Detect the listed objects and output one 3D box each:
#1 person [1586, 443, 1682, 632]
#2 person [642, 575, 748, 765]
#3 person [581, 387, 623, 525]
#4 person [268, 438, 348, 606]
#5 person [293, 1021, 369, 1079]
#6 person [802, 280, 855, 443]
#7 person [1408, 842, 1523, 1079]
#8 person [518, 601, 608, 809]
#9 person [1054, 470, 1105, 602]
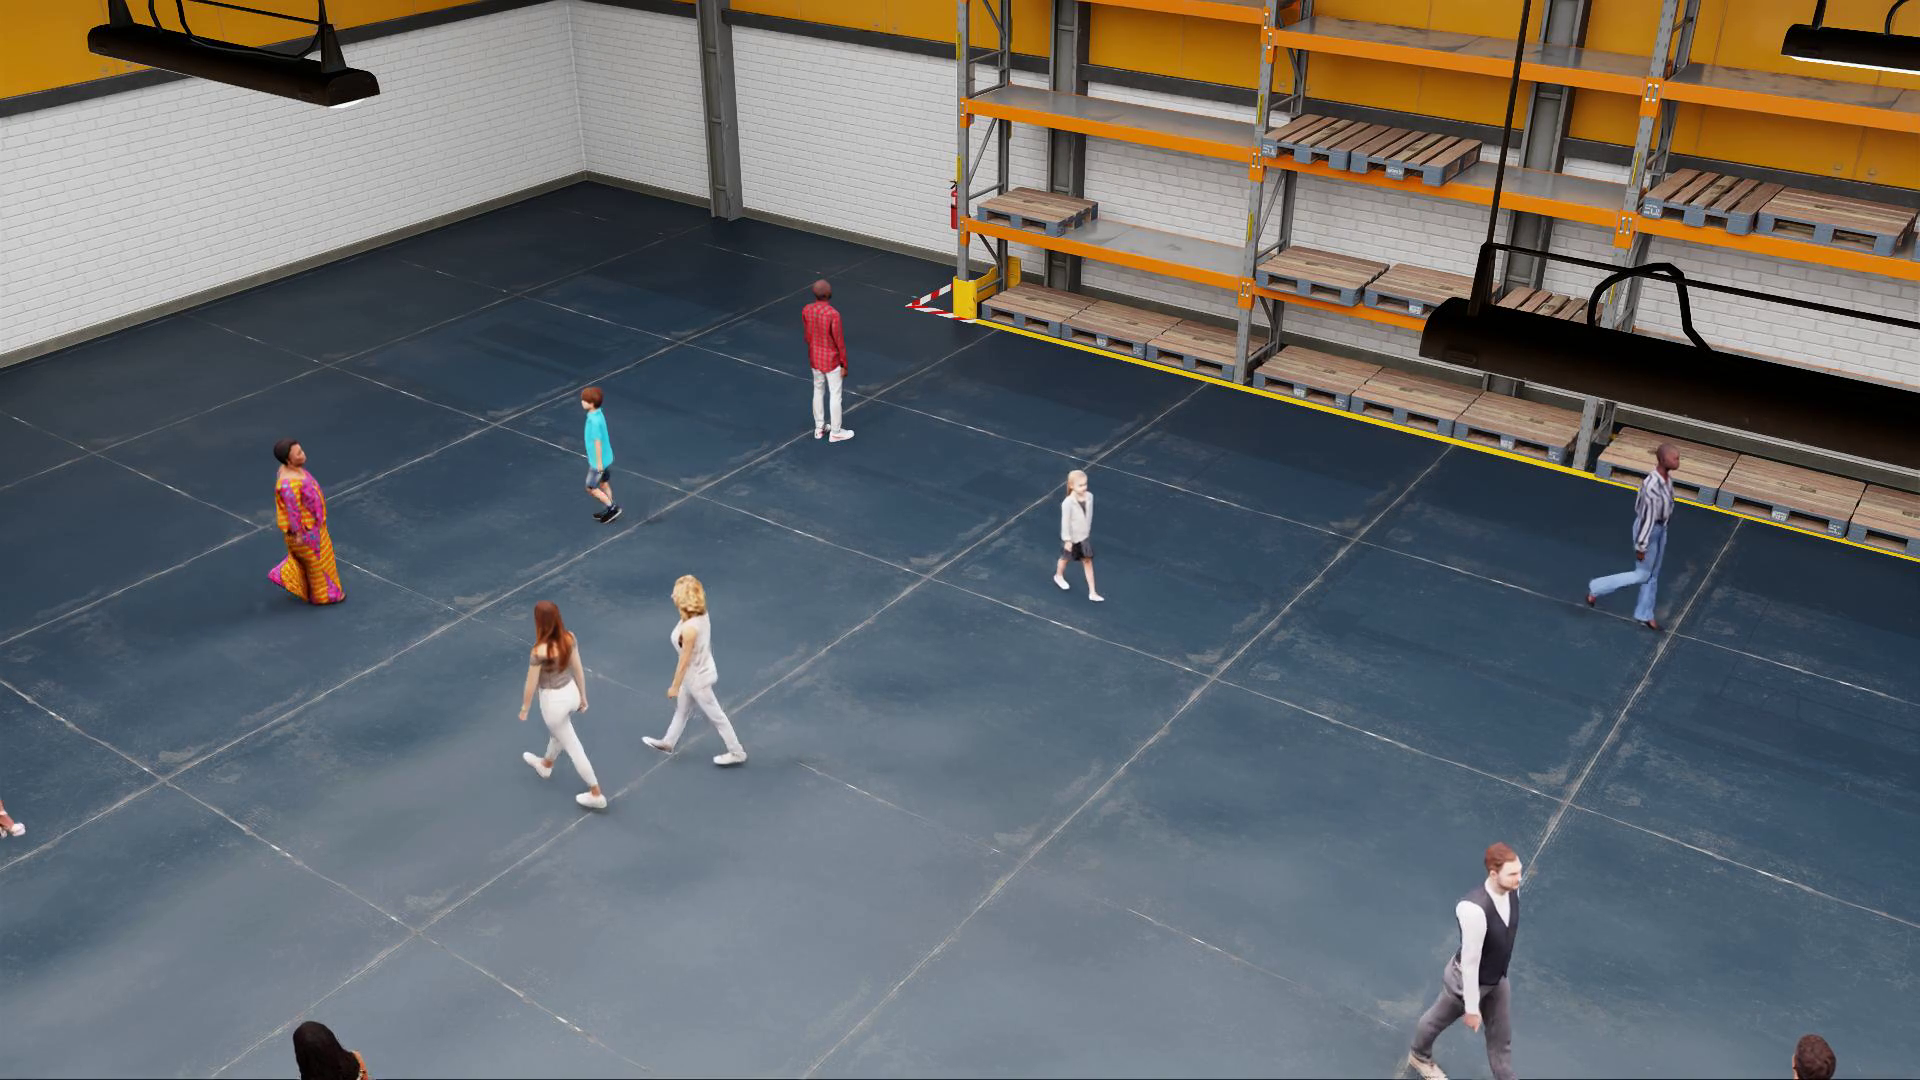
[{"bbox_3d":[5.928,-0.033,14.496,0.908,1.779,0.644,19,34,31],"label":"person"},{"bbox_3d":[-1.910,1.048,12.677,1.121,1.623,0.988,-1,29,-2],"label":"person"},{"bbox_3d":[-3.470,-0.826,16.304,0.697,1.439,0.641,-4,29,-7],"label":"person"},{"bbox_3d":[-5.925,-0.161,14.847,0.953,1.667,0.929,-9,30,-16],"label":"person"},{"bbox_3d":[-3.183,3.206,8.717,0.723,1.626,0.831,-25,38,-38],"label":"person"},{"bbox_3d":[-1.447,-1.949,17.967,0.495,1.819,0.706,19,34,30],"label":"person"},{"bbox_3d":[2.930,2.500,9.726,0.887,1.899,1.242,-22,36,-35],"label":"person"},{"bbox_3d":[-2.877,1.252,12.230,1.103,1.692,0.646,16,32,26],"label":"person"},{"bbox_3d":[1.017,-0.066,15.117,0.760,1.243,0.953,-15,32,-25],"label":"person"}]
